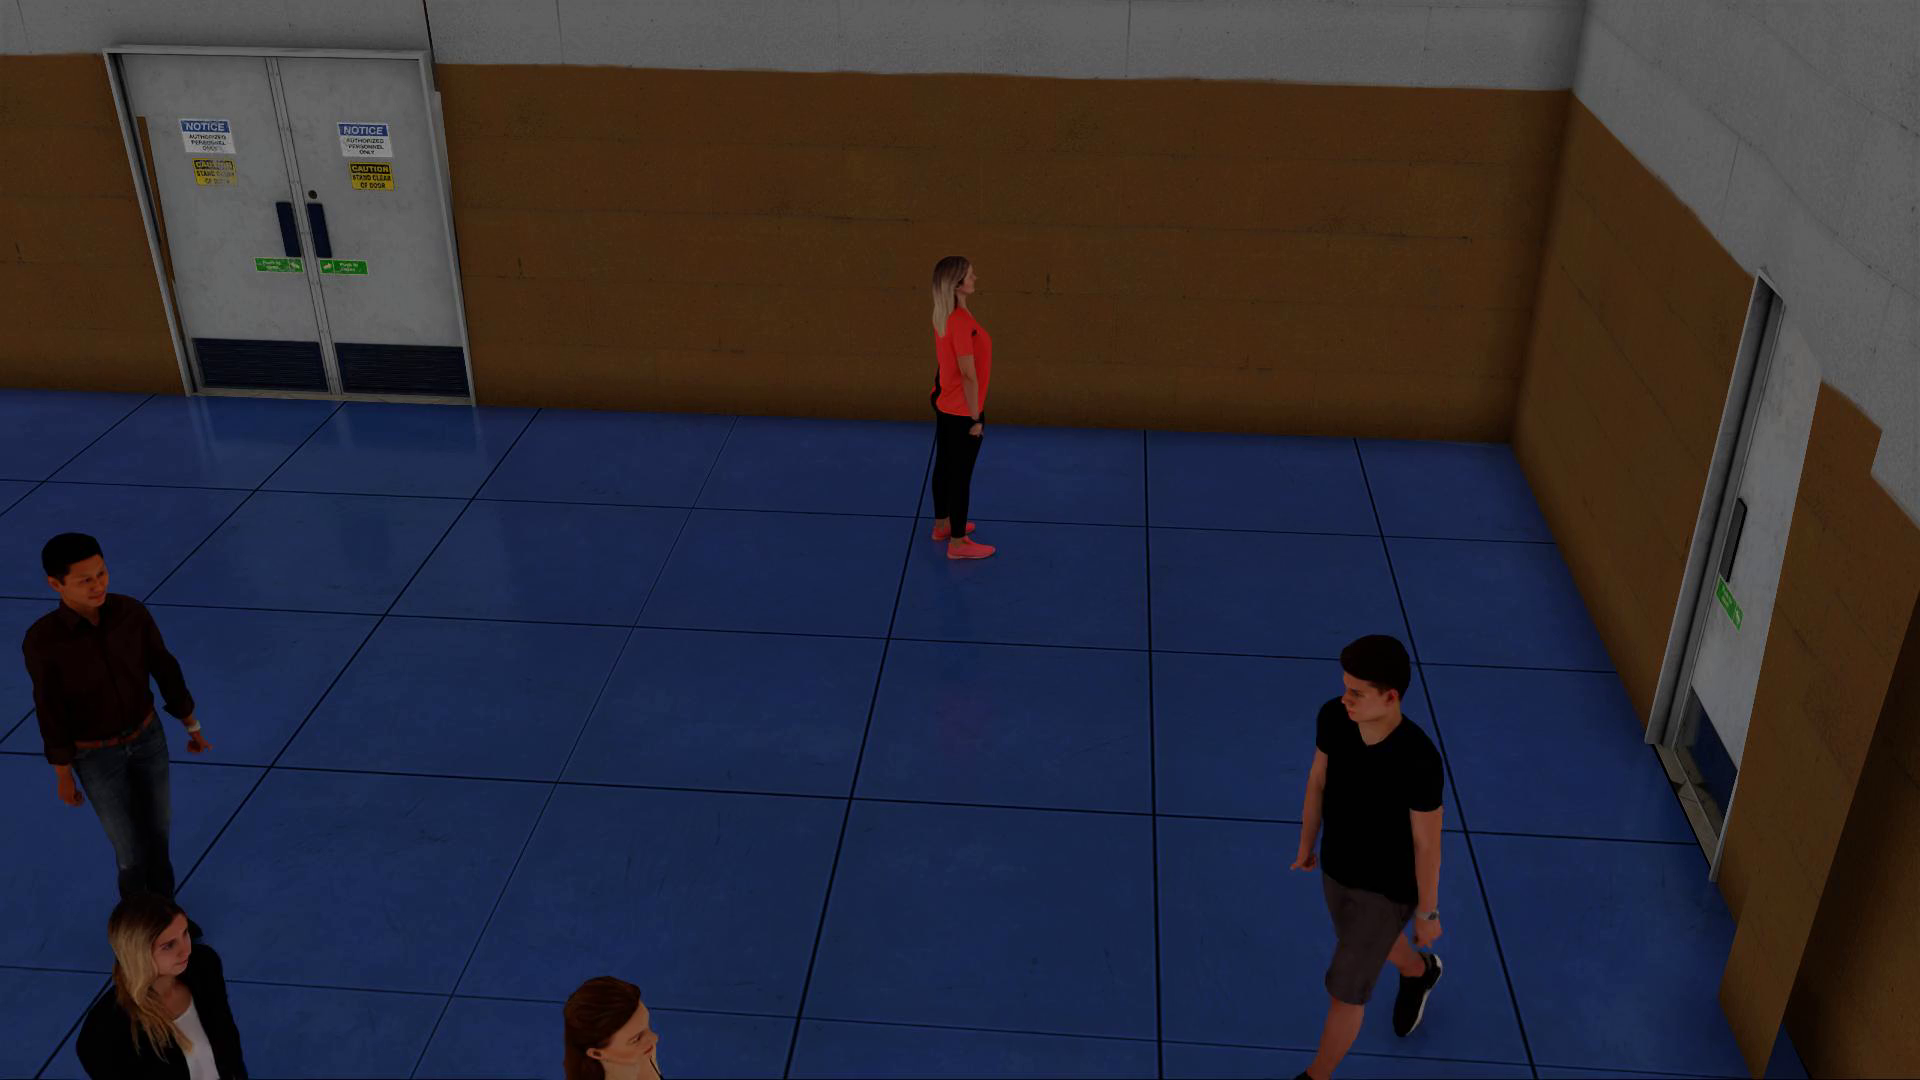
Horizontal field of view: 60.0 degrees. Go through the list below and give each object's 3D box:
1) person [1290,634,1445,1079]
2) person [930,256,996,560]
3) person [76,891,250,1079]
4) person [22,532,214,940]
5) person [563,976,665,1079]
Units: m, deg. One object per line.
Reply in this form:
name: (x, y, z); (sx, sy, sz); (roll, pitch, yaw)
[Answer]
person: (1.449, 1.076, 5.553); (1.234, 1.829, 1.259); (-18, 33, -29)
person: (-0.022, -0.717, 8.977); (0.725, 1.694, 0.598); (-9, 30, -16)
person: (-2.240, 1.656, 4.675); (0.796, 1.652, 0.727); (15, 32, 25)
person: (-3.188, 0.753, 6.211); (0.826, 1.765, 0.696); (18, 33, 30)
person: (-0.957, 1.799, 4.458); (0.676, 1.609, 0.578); (8, 30, 14)
